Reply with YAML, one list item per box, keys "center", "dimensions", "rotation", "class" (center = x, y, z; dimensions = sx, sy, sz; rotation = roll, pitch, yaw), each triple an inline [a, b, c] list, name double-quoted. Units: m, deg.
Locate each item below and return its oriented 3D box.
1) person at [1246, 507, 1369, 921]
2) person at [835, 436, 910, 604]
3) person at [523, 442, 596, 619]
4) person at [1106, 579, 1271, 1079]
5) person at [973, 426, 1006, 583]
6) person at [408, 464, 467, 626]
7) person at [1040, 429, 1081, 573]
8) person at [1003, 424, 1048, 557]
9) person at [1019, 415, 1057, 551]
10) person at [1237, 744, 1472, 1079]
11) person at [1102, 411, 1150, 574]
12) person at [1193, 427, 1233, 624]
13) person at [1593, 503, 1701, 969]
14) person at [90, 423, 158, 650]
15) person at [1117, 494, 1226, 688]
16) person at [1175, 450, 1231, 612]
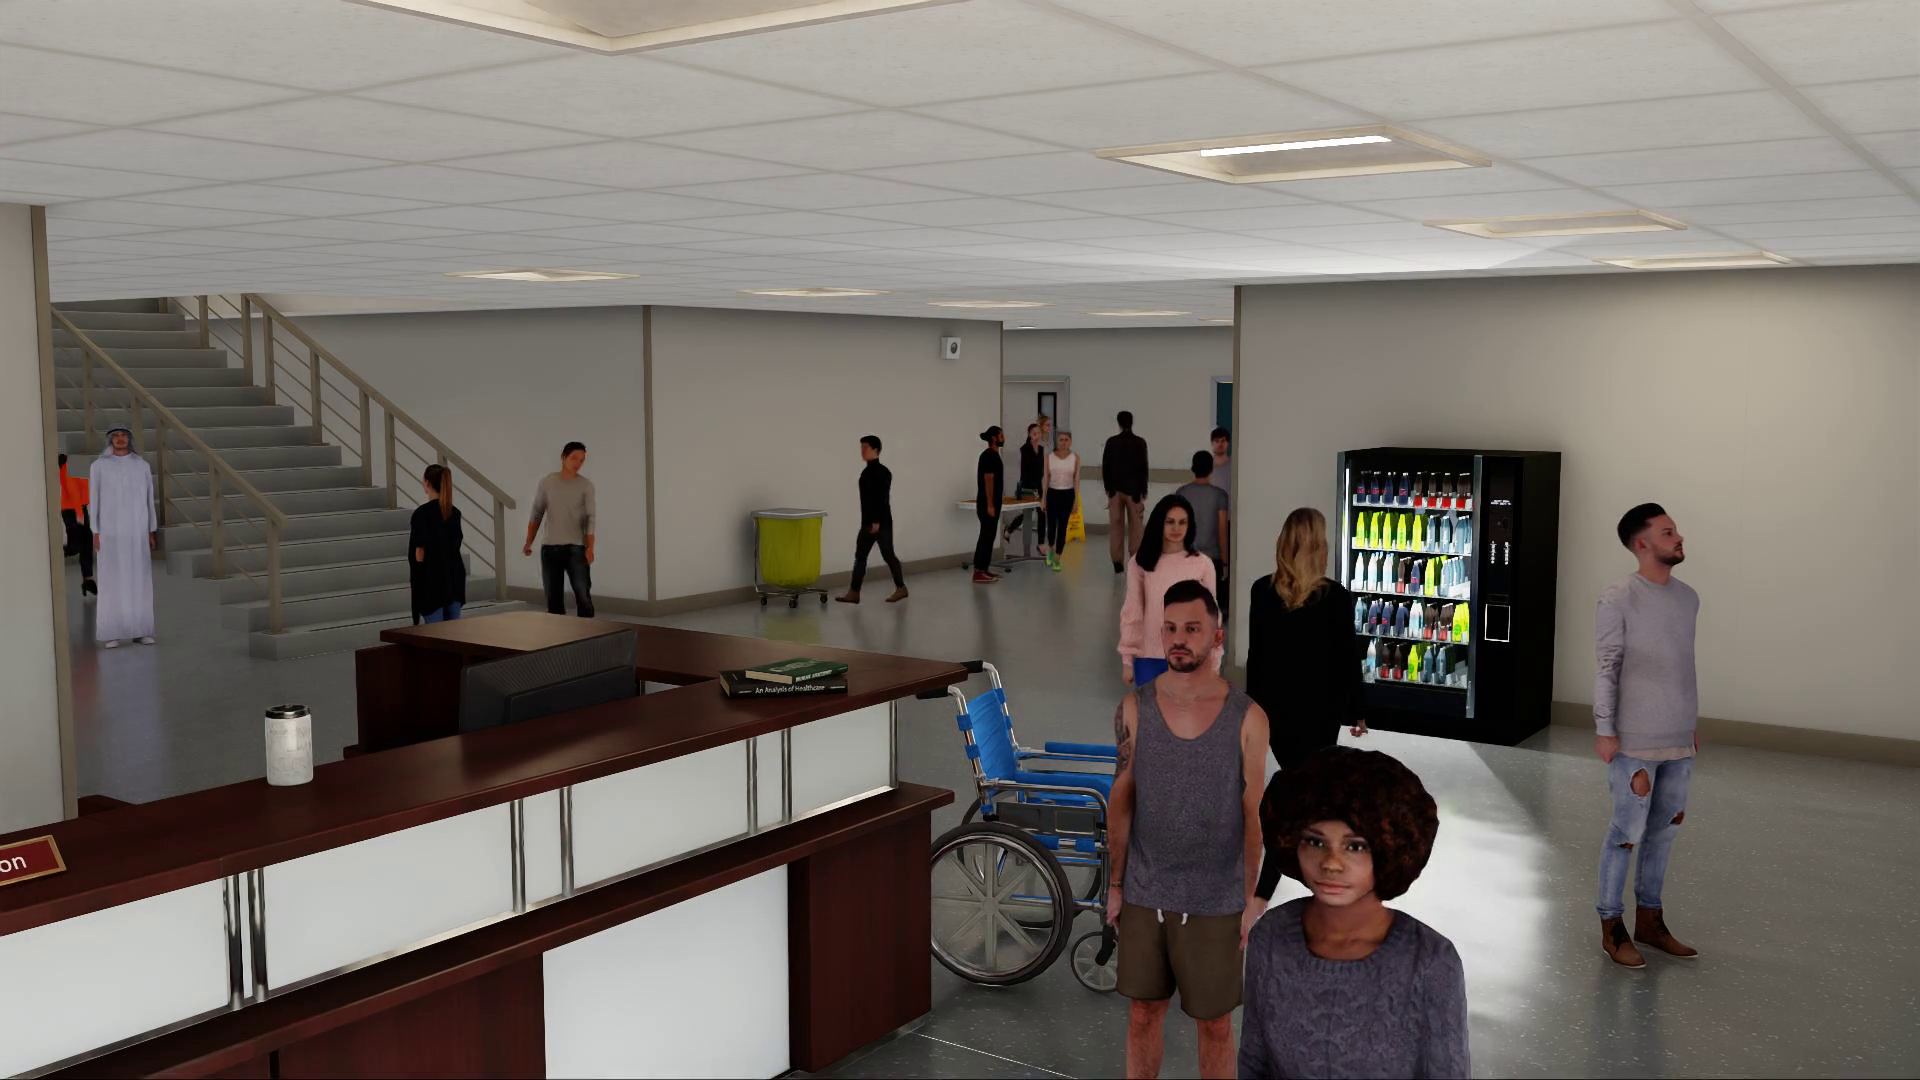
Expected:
- center: [1.352, 0.796, 6.829]
  dimensions: [1.134, 1.743, 0.731]
  rotation: [5, 7, 39]
  class: "person"
- center: [-0.785, -0.181, 16.807]
  dimensions: [0.881, 1.690, 1.059]
  rotation: [-5, 7, -40]
  class: "person"
- center: [-3.312, 0.074, 13.832]
  dimensions: [0.728, 1.779, 0.938]
  rotation: [3, 6, 27]
  class: "person"
- center: [0.664, 1.022, 4.948]
  dimensions: [0.621, 1.847, 0.774]
  rotation: [2, 6, 15]
  class: "person"
- center: [0.322, -0.404, 18.721]
  dimensions: [0.715, 1.750, 0.713]
  rotation: [1, 6, 9]
  class: "person"
- center: [-3.837, 0.278, 12.285]
  dimensions: [0.561, 1.683, 0.630]
  rotation: [4, 7, 32]
  class: "person"
- center: [1.195, -0.474, 19.734]
  dimensions: [0.765, 1.687, 0.832]
  rotation: [1, 6, 5]
  class: "person"
- center: [0.870, -0.627, 21.238]
  dimensions: [0.698, 1.691, 1.027]
  rotation: [-5, 8, -43]
  class: "person"
- center: [1.022, -0.754, 22.026]
  dimensions: [0.898, 1.786, 0.645]
  rotation: [5, 7, 39]
  class: "person"
- center: [0.736, 1.212, 3.010]
  dimensions: [0.942, 1.680, 0.740]
  rotation: [3, 6, 26]
  class: "person"
- center: [1.871, -0.501, 19.087]
  dimensions: [1.297, 1.871, 1.145]
  rotation: [1, 6, 9]
  class: "person"
- center: [2.467, -0.144, 15.753]
  dimensions: [0.871, 1.828, 0.898]
  rotation: [1, 6, 11]
  class: "person"
- center: [2.769, 0.761, 6.691]
  dimensions: [0.769, 1.841, 0.760]
  rotation: [-3, 6, -24]
  class: "person"
- center: [-7.222, -0.053, 14.354]
  dimensions: [0.744, 1.927, 0.718]
  rotation: [-5, 8, -41]
  class: "person"
- center: [1.057, 0.638, 8.376]
  dimensions: [1.058, 1.747, 0.992]
  rotation: [1, 6, 10]
  class: "person"
- center: [1.863, 0.180, 12.986]
  dimensions: [0.955, 1.737, 0.799]
  rotation: [3, 6, 24]
  class: "person"
